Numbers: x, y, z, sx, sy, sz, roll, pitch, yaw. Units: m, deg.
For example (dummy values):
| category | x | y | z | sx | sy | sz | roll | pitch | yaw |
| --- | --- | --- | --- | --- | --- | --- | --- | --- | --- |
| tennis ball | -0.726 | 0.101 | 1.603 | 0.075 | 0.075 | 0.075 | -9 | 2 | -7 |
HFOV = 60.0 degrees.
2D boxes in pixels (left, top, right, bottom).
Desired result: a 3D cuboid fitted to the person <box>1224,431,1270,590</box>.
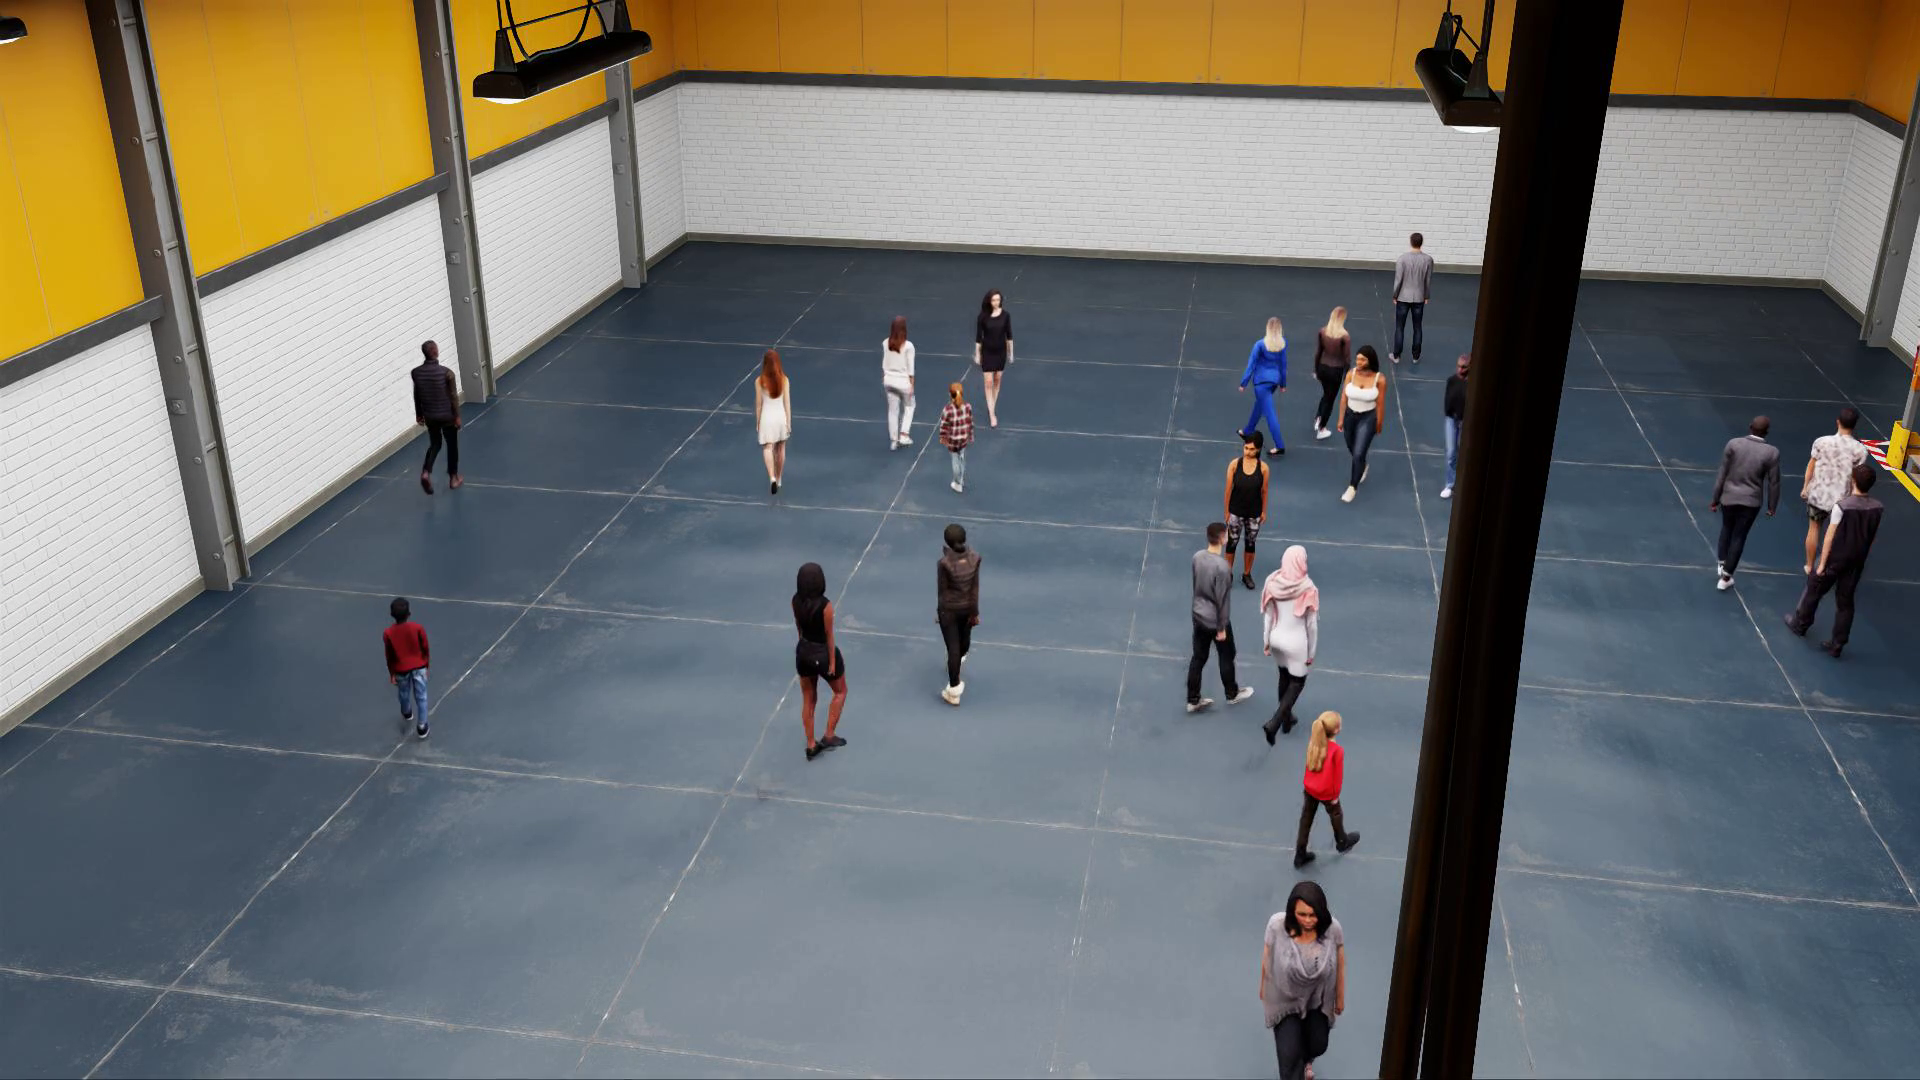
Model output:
| category | x | y | z | sx | sy | sz | roll | pitch | yaw |
| --- | --- | --- | --- | --- | --- | --- | --- | --- | --- |
| person | 2.875 | -0.314 | 16.767 | 0.596 | 1.667 | 0.533 | 2 | 24 | 4 |

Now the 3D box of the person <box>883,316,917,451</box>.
| category | x | y | z | sx | sy | sz | roll | pitch | yaw |
| --- | --- | --- | --- | --- | --- | --- | --- | --- | --- |
| person | -0.780 | -1.900 | 20.384 | 0.655 | 1.675 | 0.637 | 8 | 25 | 18 |

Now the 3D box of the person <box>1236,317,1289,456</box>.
| category | x | y | z | sx | sy | sz | roll | pitch | yaw |
| --- | --- | --- | --- | --- | --- | --- | --- | --- | --- |
| person | 3.797 | -1.828 | 20.259 | 1.164 | 1.644 | 1.296 | -12 | 26 | -26 |

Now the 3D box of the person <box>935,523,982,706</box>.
| category | x | y | z | sx | sy | sz | roll | pitch | yaw |
| --- | --- | --- | --- | --- | --- | --- | --- | --- | --- |
| person | -0.095 | 0.579 | 14.754 | 1.139 | 1.642 | 0.898 | 3 | 24 | 6 |

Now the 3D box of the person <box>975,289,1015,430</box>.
| category | x | y | z | sx | sy | sz | roll | pitch | yaw |
| --- | --- | --- | --- | --- | --- | --- | --- | --- | --- |
| person | 0.412 | -2.355 | 21.297 | 0.882 | 1.778 | 1.083 | -6 | 24 | -13 |

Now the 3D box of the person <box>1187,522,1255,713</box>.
| category | x | y | z | sx | sy | sz | roll | pitch | yaw |
| --- | --- | --- | --- | --- | --- | --- | --- | --- | --- |
| person | 2.110 | 0.698 | 14.349 | 0.998 | 1.748 | 0.937 | -15 | 28 | -31 |

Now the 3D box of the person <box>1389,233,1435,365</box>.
| category | x | y | z | sx | sy | sz | roll | pitch | yaw |
| --- | --- | --- | --- | --- | --- | --- | --- | --- | --- |
| person | 6.425 | -3.447 | 23.675 | 0.707 | 1.874 | 0.638 | 1 | 24 | 2 |

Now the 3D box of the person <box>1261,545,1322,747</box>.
| category | x | y | z | sx | sy | sz | roll | pitch | yaw |
| --- | --- | --- | --- | --- | --- | --- | --- | --- | --- |
| person | 2.713 | 0.906 | 13.828 | 0.879 | 1.784 | 1.102 | 14 | 27 | 29 |

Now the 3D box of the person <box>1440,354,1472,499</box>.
| category | x | y | z | sx | sy | sz | roll | pitch | yaw |
| --- | --- | --- | --- | --- | --- | --- | --- | --- | --- |
| person | 5.766 | -1.346 | 19.068 | 0.871 | 1.714 | 1.012 | 19 | 30 | 37 |

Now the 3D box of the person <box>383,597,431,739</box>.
| category | x | y | z | sx | sy | sz | roll | pitch | yaw |
| --- | --- | --- | --- | --- | --- | --- | --- | --- | --- |
| person | -4.652 | 1.098 | 14.072 | 0.719 | 1.238 | 0.863 | -7 | 25 | -16 |

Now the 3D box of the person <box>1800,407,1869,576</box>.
| category | x | y | z | sx | sy | sz | roll | pitch | yaw |
| --- | --- | --- | --- | --- | --- | --- | --- | --- | --- |
| person | 8.844 | -0.451 | 16.909 | 0.778 | 1.802 | 0.801 | 12 | 27 | 26 |

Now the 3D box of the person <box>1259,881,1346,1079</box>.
| category | x | y | z | sx | sy | sz | roll | pitch | yaw |
| --- | --- | --- | --- | --- | --- | --- | --- | --- | --- |
| person | 2.057 | 2.700 | 9.999 | 0.719 | 1.564 | 0.886 | 1 | 24 | 3 |

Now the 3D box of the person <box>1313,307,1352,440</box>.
| category | x | y | z | sx | sy | sz | roll | pitch | yaw |
| --- | --- | --- | --- | --- | --- | --- | --- | --- | --- |
| person | 4.576 | -2.054 | 20.720 | 0.747 | 1.688 | 0.704 | -20 | 31 | -38 |

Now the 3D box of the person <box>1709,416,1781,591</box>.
| category | x | y | z | sx | sy | sz | roll | pitch | yaw |
| --- | --- | --- | --- | --- | --- | --- | --- | --- | --- |
| person | 7.810 | -0.349 | 16.686 | 0.952 | 1.794 | 1.017 | 19 | 30 | 36 |

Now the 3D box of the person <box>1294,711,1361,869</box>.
| category | x | y | z | sx | sy | sz | roll | pitch | yaw |
| --- | --- | --- | --- | --- | --- | --- | --- | --- | --- |
| person | 2.632 | 1.863 | 12.296 | 0.894 | 1.259 | 0.813 | -18 | 30 | -36 |

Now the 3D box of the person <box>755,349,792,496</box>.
| category | x | y | z | sx | sy | sz | roll | pitch | yaw |
| --- | --- | --- | --- | --- | --- | --- | --- | --- | --- |
| person | -2.123 | -1.329 | 19.054 | 0.772 | 1.694 | 1.069 | -4 | 24 | -9 |

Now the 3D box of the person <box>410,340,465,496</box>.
| category | x | y | z | sx | sy | sz | roll | pitch | yaw |
| --- | --- | --- | --- | --- | --- | --- | --- | --- | --- |
| person | -5.987 | -1.372 | 18.998 | 0.691 | 1.819 | 0.997 | 4 | 24 | 10 |

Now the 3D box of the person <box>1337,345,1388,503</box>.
| category | x | y | z | sx | sy | sz | roll | pitch | yaw |
| --- | --- | --- | --- | --- | --- | --- | --- | --- | --- |
| person | 4.605 | -1.373 | 19.068 | 0.966 | 1.764 | 1.311 | 15 | 27 | 30 |

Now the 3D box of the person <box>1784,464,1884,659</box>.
| category | x | y | z | sx | sy | sz | roll | pitch | yaw |
| --- | --- | --- | --- | --- | --- | --- | --- | --- | --- |
| person | 8.189 | 0.229 | 15.324 | 0.827 | 1.827 | 1.024 | -1 | 24 | -2 |

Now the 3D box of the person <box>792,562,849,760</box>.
| category | x | y | z | sx | sy | sz | roll | pitch | yaw |
| --- | --- | --- | --- | --- | --- | --- | --- | --- | --- |
| person | -1.225 | 1.027 | 13.622 | 0.707 | 1.728 | 0.737 | 15 | 28 | 31 |

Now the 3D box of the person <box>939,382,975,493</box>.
| category | x | y | z | sx | sy | sz | roll | pitch | yaw |
| --- | --- | --- | --- | --- | --- | --- | --- | --- | --- |
| person | -0.006 | -1.168 | 19.183 | 0.680 | 1.296 | 0.737 | -10 | 26 | -22 |
